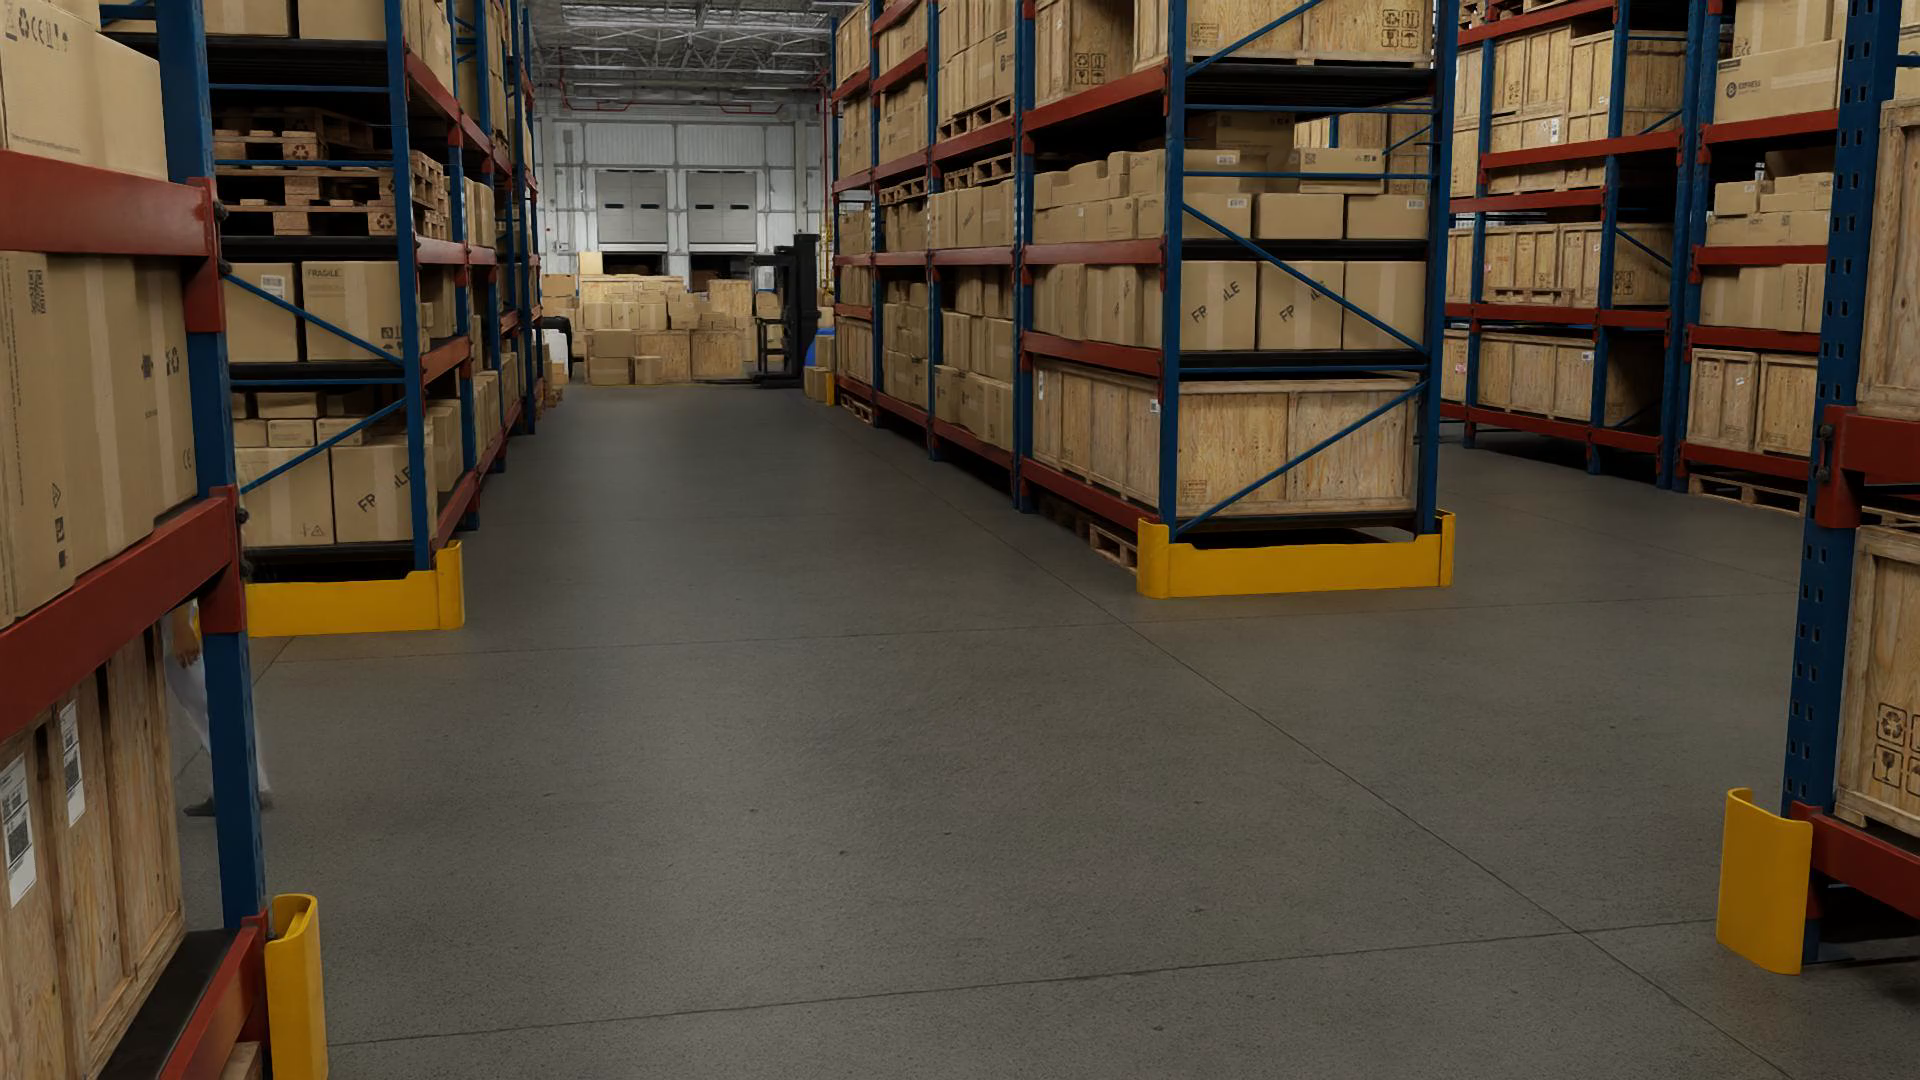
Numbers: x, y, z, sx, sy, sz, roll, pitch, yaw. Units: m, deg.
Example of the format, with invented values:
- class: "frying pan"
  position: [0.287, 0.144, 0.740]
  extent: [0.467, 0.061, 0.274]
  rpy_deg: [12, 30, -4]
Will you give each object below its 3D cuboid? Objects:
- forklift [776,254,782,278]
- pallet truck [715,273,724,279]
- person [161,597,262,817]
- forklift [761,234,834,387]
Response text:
- class: "forklift"
  position: [-4.821, -7.011, 47.557]
  extent: [1.129, 2.768, 1.873]
  rpy_deg: [-3, 10, -15]
- class: "pallet truck"
  position: [-8.580, -8.986, 62.280]
  extent: [1.885, 1.965, 0.823]
  rpy_deg: [1, 9, 5]
- class: "person"
  position: [-3.206, 0.274, 6.455]
  extent: [0.888, 1.781, 0.670]
  rpy_deg: [-6, 11, -32]
- class: "forklift"
  position: [-2.837, -4.268, 30.836]
  extent: [1.873, 2.768, 1.129]
  rpy_deg: [-2, 10, -13]
